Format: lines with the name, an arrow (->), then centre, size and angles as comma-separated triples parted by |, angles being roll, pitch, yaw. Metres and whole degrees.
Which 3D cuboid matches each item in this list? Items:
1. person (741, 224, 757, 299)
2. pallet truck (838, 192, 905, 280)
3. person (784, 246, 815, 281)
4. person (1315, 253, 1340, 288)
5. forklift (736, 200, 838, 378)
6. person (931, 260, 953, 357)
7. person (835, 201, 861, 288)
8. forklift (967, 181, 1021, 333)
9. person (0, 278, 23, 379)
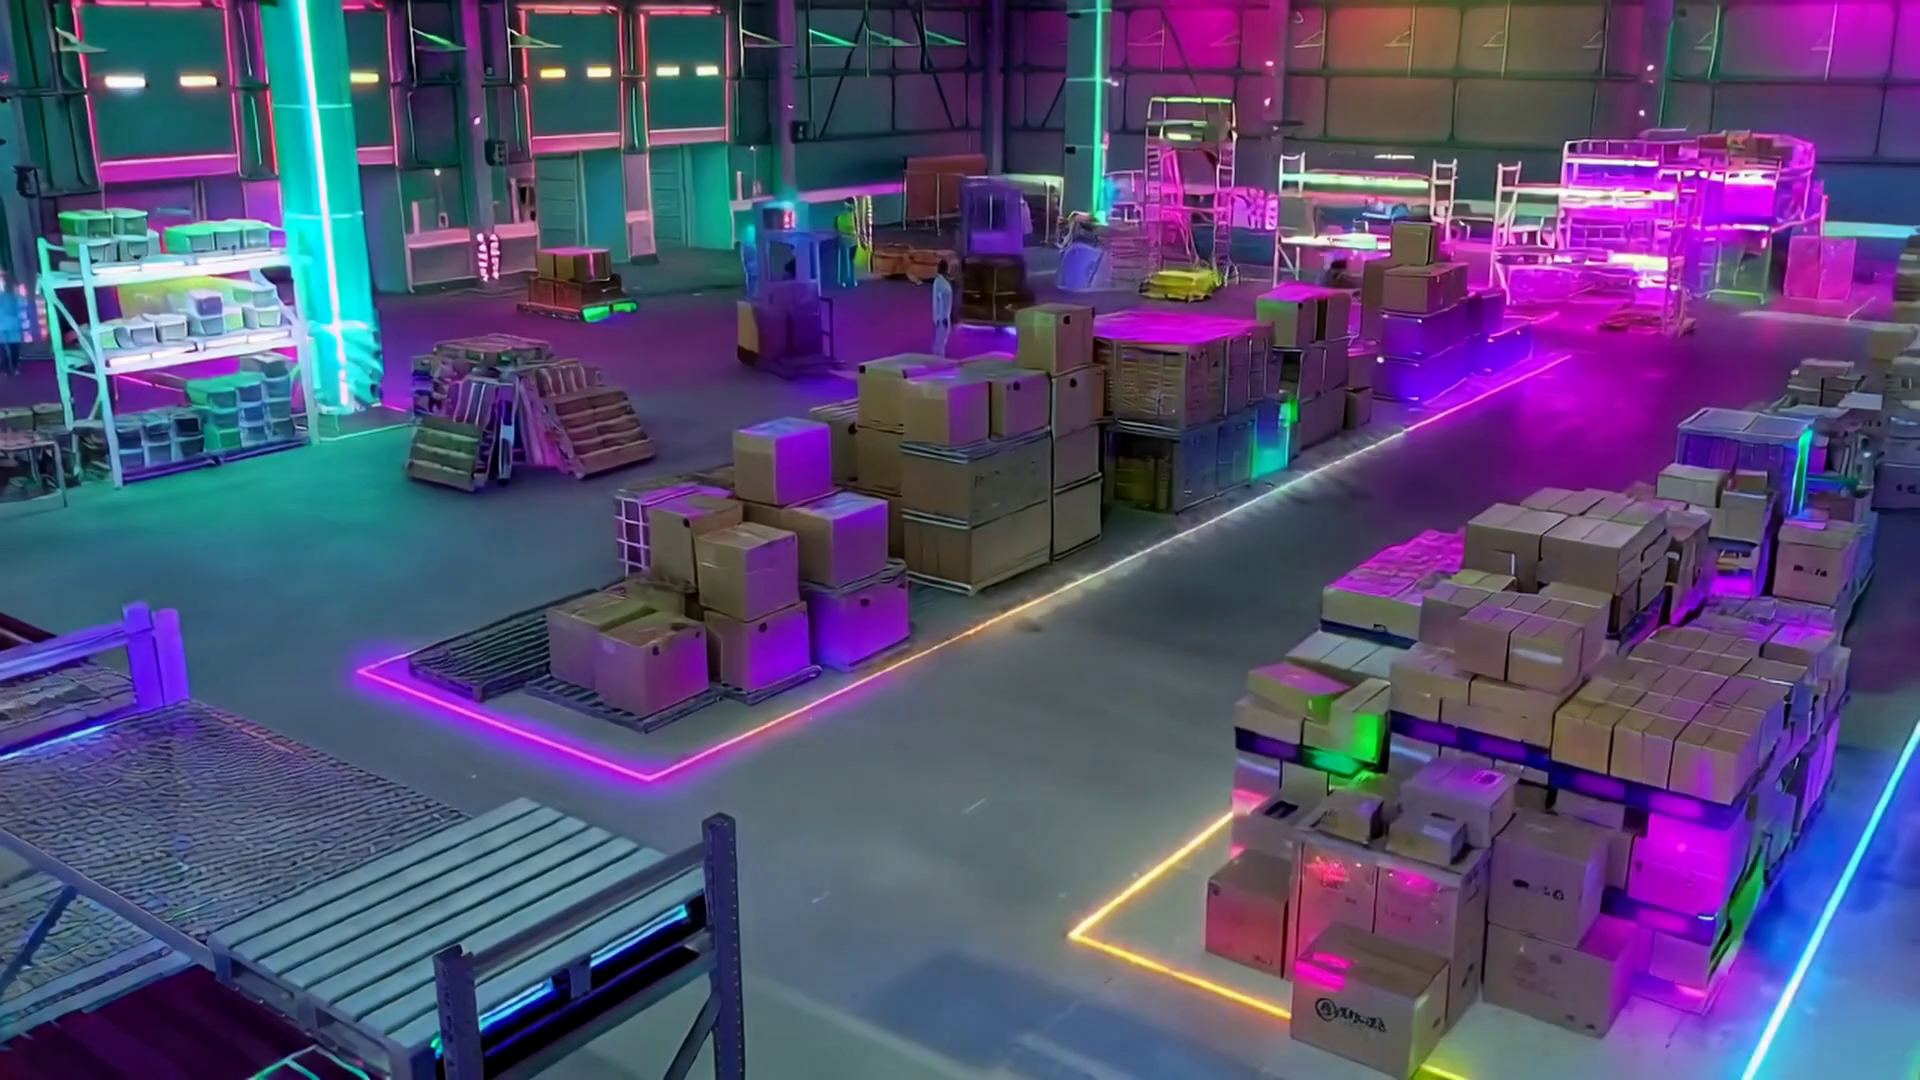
person -> -4.038, -5.248, 32.773 | 0.385, 1.925, 0.592 | 12, 20, 34
pallet truck -> -1.936, -7.159, 38.982 | 1.885, 1.965, 0.823 | -12, 21, -34
person -> -2.838, -4.310, 29.676 | 0.634, 1.930, 0.384 | -9, 19, -28
person -> 6.675, -4.433, 30.538 | 0.542, 1.639, 0.892 | 16, 23, 42
forklift -> -2.985, -4.289, 27.977 | 1.129, 2.768, 1.873 | -9, 19, -28
person -> -0.282, -3.640, 27.429 | 0.377, 1.940, 0.627 | -2, 17, -7
person -> -2.519, -6.649, 37.415 | 0.595, 1.925, 0.373 | -2, 17, -5
forklift -> 0.691, -5.441, 31.791 | 1.129, 2.768, 1.873 | 0, 17, 0
person -> -15.710, -3.476, 27.322 | 0.558, 1.668, 0.709 | -7, 18, -21
